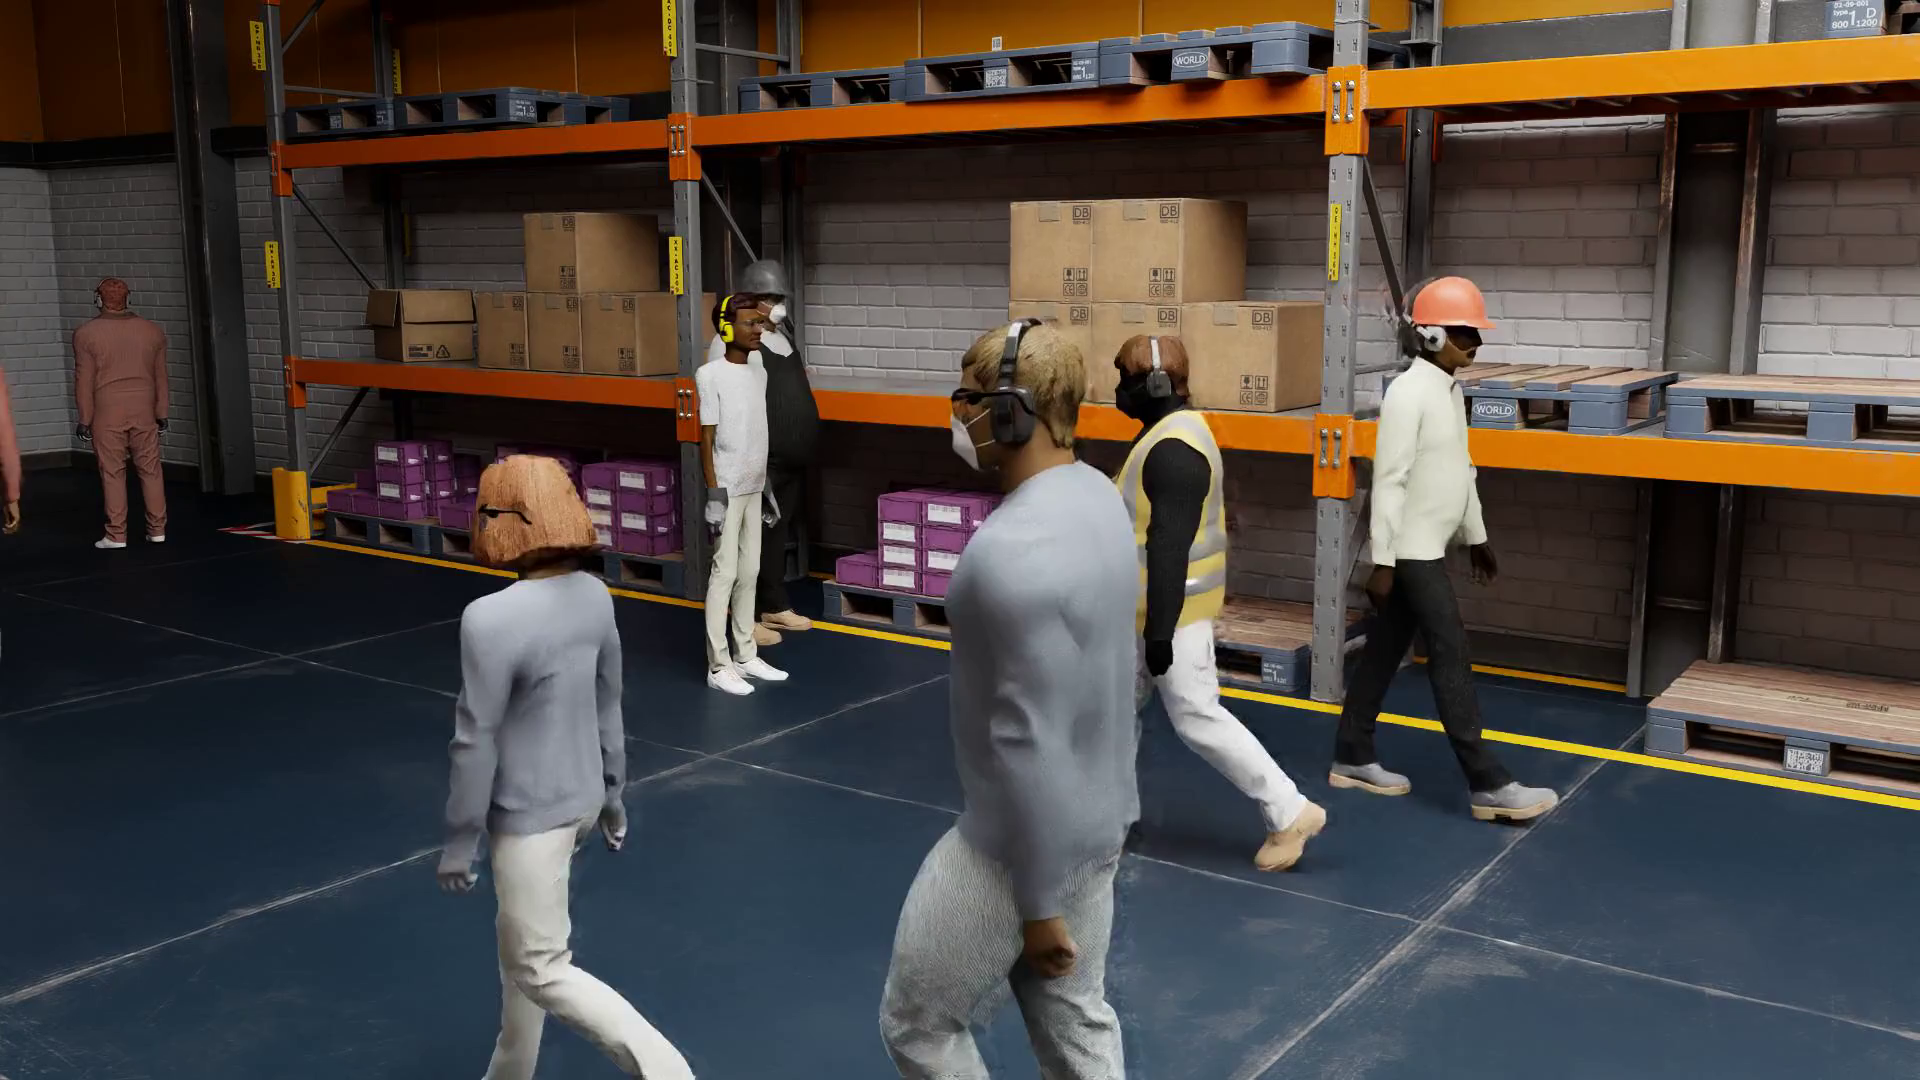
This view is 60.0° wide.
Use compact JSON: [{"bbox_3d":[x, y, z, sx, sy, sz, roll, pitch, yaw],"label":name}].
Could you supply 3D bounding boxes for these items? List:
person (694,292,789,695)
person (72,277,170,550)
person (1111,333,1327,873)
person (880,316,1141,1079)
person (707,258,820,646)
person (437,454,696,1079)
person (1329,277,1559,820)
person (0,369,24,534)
[{"bbox_3d":[-1.033,-0.221,7.850,0.328,1.877,0.509,5,11,26],"label":"person"},{"bbox_3d":[-5.903,-0.885,11.711,0.409,1.907,0.651,7,12,37],"label":"person"},{"bbox_3d":[0.746,0.221,5.468,0.931,1.808,0.625,0,10,2],"label":"person"},{"bbox_3d":[0.082,0.546,3.139,0.590,1.918,0.639,4,10,24],"label":"person"},{"bbox_3d":[-1.011,-0.478,8.884,0.538,2.000,0.684,4,10,21],"label":"person"},{"bbox_3d":[-0.880,0.611,3.690,0.750,1.608,0.501,3,10,16],"label":"person"},{"bbox_3d":[1.806,0.032,6.077,0.957,1.949,0.639,5,11,29],"label":"person"},{"bbox_3d":[-4.549,-0.189,7.406,0.666,1.949,0.940,-8,12,-38],"label":"person"}]
